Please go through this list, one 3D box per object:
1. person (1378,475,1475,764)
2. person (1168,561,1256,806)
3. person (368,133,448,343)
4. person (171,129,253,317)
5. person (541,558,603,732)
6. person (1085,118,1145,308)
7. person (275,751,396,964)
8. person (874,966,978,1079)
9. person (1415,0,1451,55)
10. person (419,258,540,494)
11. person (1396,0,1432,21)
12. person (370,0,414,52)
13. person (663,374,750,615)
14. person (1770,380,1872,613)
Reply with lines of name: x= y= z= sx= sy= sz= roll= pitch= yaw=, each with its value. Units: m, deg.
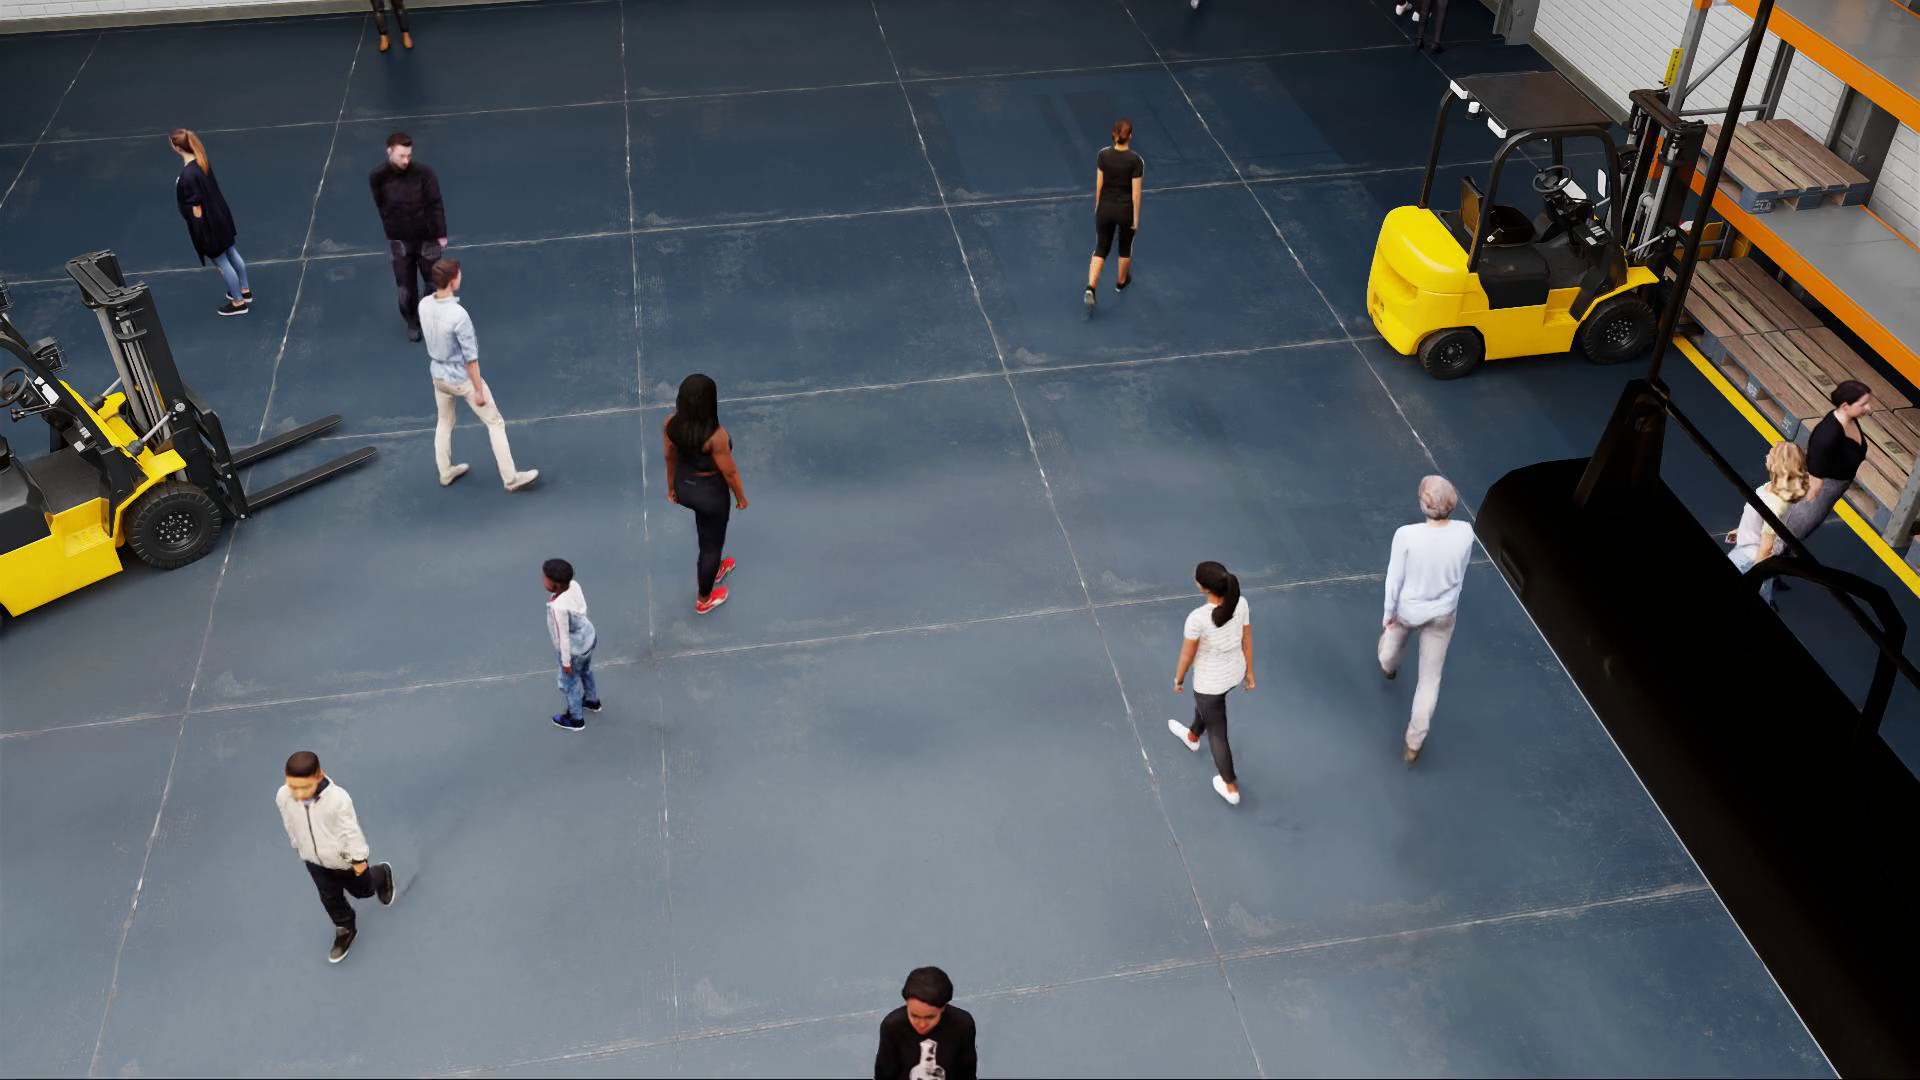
person: x=2.783 y=0.507 z=9.930 sx=0.931 sy=1.826 sz=1.342 roll=5 pitch=39 yaw=6
person: x=1.553 y=0.855 z=9.676 sx=0.820 sy=1.600 sz=1.042 roll=-18 pitch=42 yaw=-21
person: x=-4.524 y=-2.519 z=13.690 sx=0.717 sy=1.862 sz=0.755 roll=-3 pitch=39 yaw=-4
person: x=-6.317 y=-2.695 z=14.054 sx=0.734 sy=1.684 sz=0.569 roll=1 pitch=39 yaw=2
person: x=-2.366 y=0.623 z=10.243 sx=0.642 sy=1.254 sz=0.564 roll=7 pitch=39 yaw=8
person: x=1.305 y=-2.765 z=14.170 sx=0.958 sy=1.648 sz=1.091 roll=17 pitch=42 yaw=20
person: x=-3.311 y=1.602 z=8.870 sx=0.711 sy=1.438 sz=0.855 roll=5 pitch=39 yaw=7
person: x=-0.142 y=2.461 z=7.640 sx=0.814 sy=1.630 sz=1.166 roll=3 pitch=39 yaw=4
person: x=5.342 y=-6.226 z=18.553 sx=0.625 sy=1.587 sz=0.710 roll=28 pitch=46 yaw=30
person: x=-3.625 y=-1.163 z=12.023 sx=0.952 sy=1.823 sz=0.998 roll=22 pitch=43 yaw=25
person: x=5.391 y=-6.989 z=19.353 sx=0.765 sy=1.782 sz=0.675 roll=-31 pitch=48 yaw=-33
person: x=-6.488 y=-6.362 z=18.617 sx=0.658 sy=1.719 sz=0.547 roll=-10 pitch=40 yaw=-13
person: x=-1.738 y=-0.255 z=10.907 sx=0.908 sy=1.798 sz=0.971 roll=21 pitch=43 yaw=24
person: x=5.621 y=-0.318 z=11.017 sx=0.823 sy=1.759 sz=0.776 roll=27 pitch=46 yaw=30
